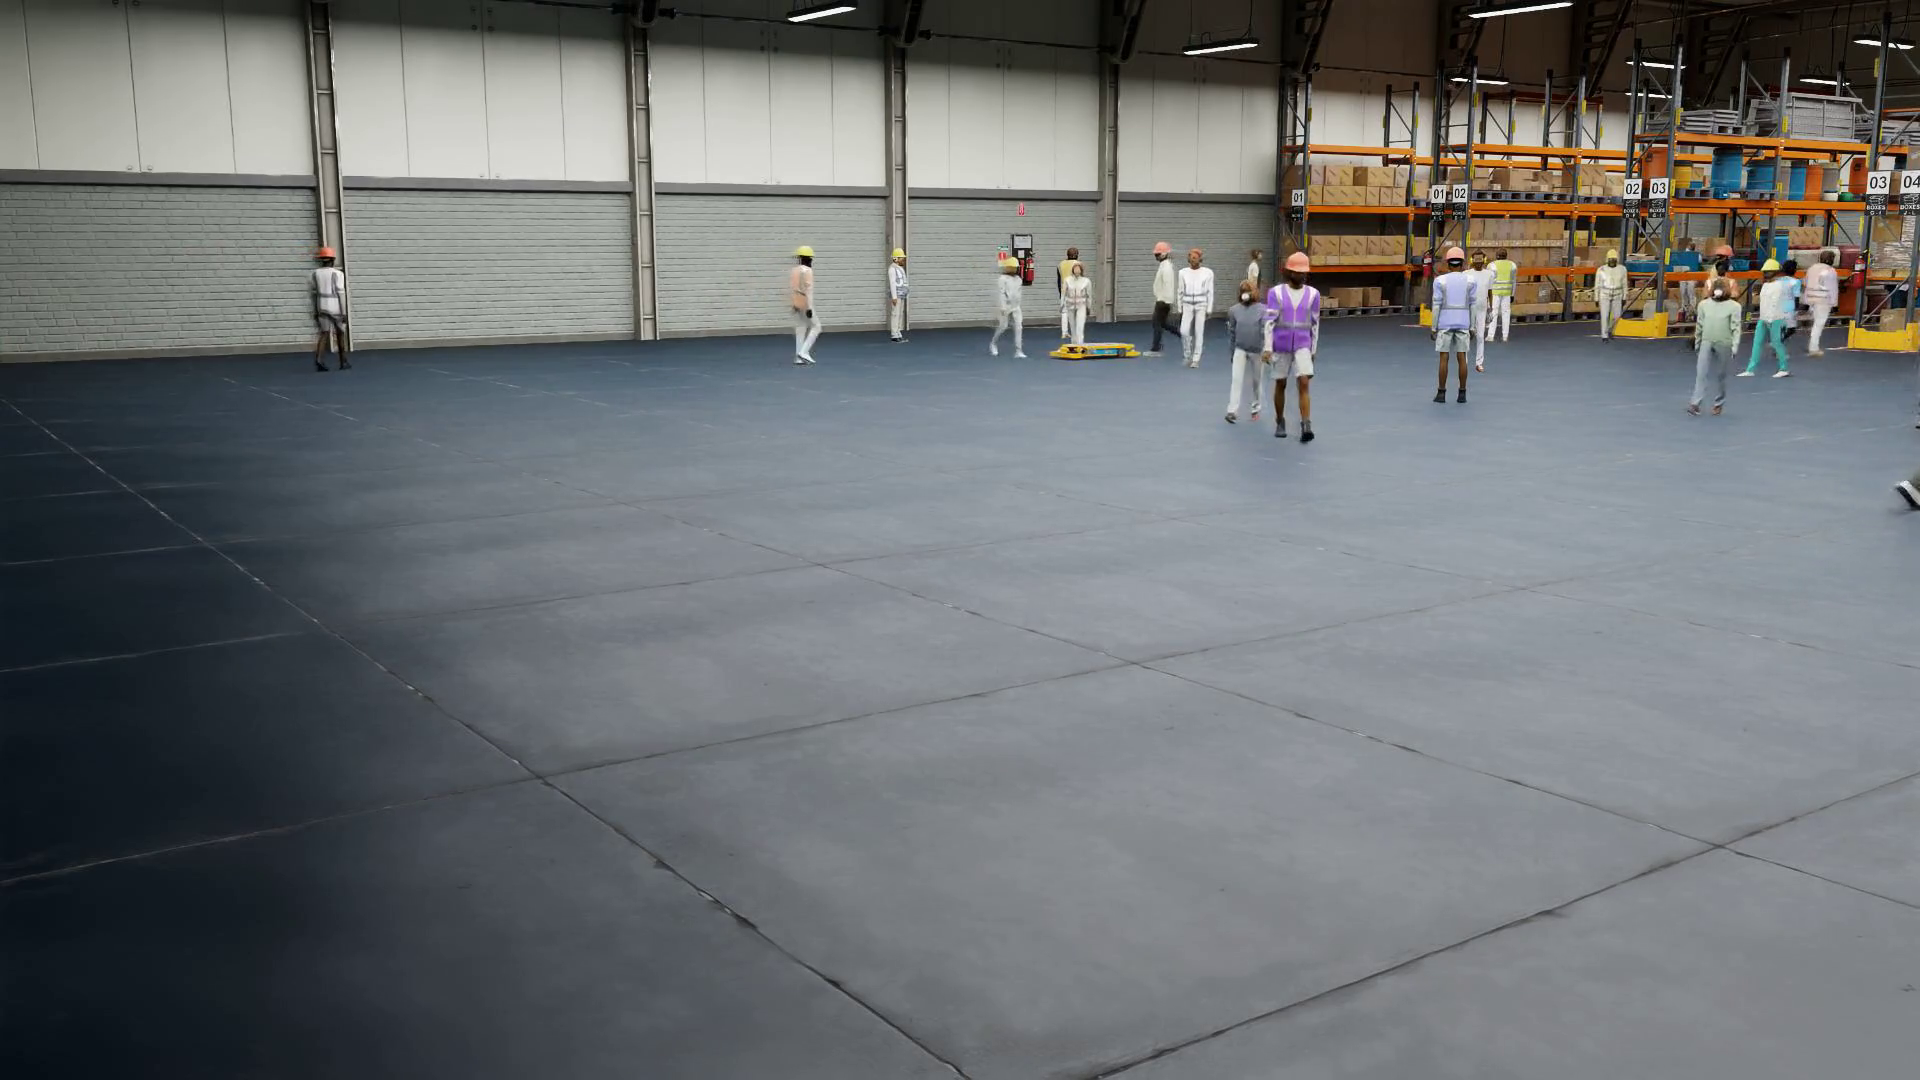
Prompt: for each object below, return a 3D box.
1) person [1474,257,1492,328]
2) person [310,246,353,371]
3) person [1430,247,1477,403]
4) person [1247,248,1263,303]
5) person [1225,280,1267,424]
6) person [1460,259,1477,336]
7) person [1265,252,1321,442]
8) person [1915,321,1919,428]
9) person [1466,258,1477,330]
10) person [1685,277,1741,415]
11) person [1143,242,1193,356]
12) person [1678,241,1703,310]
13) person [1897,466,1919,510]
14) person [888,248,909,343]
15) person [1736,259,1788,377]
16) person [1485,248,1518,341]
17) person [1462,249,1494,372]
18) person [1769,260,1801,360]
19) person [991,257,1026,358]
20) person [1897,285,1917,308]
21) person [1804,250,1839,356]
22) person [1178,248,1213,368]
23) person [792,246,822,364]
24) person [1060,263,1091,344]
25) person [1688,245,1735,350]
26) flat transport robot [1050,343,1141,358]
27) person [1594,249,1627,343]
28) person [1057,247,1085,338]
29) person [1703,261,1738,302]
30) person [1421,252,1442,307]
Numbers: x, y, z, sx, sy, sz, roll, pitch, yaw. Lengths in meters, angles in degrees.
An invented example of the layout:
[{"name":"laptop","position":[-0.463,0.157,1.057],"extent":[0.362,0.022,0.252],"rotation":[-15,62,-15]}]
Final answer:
[{"name":"person","position":[11.839,-5.574,37.508],"extent":[0.692,1.597,0.536],"rotation":[-2,10,-9]},{"name":"person","position":[-9.687,-3.546,25.552],"extent":[0.554,1.916,0.780],"rotation":[2,10,10]},{"name":"person","position":[6.122,-2.663,20.668],"extent":[0.543,1.928,0.373],"rotation":[1,10,6]},{"name":"person","position":[6.079,-5.187,34.789],"extent":[0.744,1.827,0.525],"rotation":[2,11,10]},{"name":"person","position":[3.174,-2.067,18.359],"extent":[0.505,1.576,0.885],"rotation":[4,11,22]},{"name":"person","position":[10.456,-5.029,34.547],"extent":[0.842,1.580,0.519],"rotation":[3,11,15]},{"name":"person","position":[3.358,-1.936,16.785],"extent":[0.570,1.891,0.957],"rotation":[1,10,3]},{"name":"person","position":[10.590,-2.120,17.752],"extent":[0.651,1.906,0.403],"rotation":[7,12,33]},{"name":"person","position":[10.804,-5.189,35.393],"extent":[0.816,1.587,0.551],"rotation":[-2,10,-9]},{"name":"person","position":[8.658,-2.212,19.086],"extent":[0.530,1.587,0.831],"rotation":[9,14,40]},{"name":"person","position":[3.593,-4.143,28.657],"extent":[0.772,1.975,0.611],"rotation":[2,11,12]},{"name":"person","position":[18.051,-6.414,41.197],"extent":[0.364,1.939,0.636],"rotation":[-4,11,-22]},{"name":"person","position":[7.542,-1.164,12.573],"extent":[0.914,1.894,0.590],"rotation":[-2,10,-9]},{"name":"person","position":[-1.199,-4.763,32.442],"extent":[0.404,1.832,0.598],"rotation":[3,11,13]},{"name":"person","position":[11.891,-3.248,24.443],"extent":[0.595,1.764,0.532],"rotation":[-1,10,-6]},{"name":"person","position":[10.671,-4.851,32.898],"extent":[0.626,1.844,0.429],"rotation":[0,10,-2]},{"name":"person","position":[7.868,-3.488,25.348],"extent":[0.538,1.869,0.313],"rotation":[2,10,8]},{"name":"person","position":[13.725,-3.827,27.733],"extent":[0.567,1.685,0.537],"rotation":[-5,11,-24]},{"name":"person","position":[0.838,-3.998,28.570],"extent":[0.485,1.714,0.770],"rotation":[-6,12,-28]},{"name":"person","position":[19.236,-5.045,33.745],"extent":[0.391,1.921,0.591],"rotation":[0,10,2]},{"name":"person","position":[14.979,-4.105,28.856],"extent":[0.550,1.822,0.654],"rotation":[-2,11,-12]},{"name":"person","position":[3.695,-3.637,26.151],"extent":[0.573,1.868,0.430],"rotation":[3,11,17]},{"name":"person","position":[-2.488,-3.785,26.849],"extent":[0.429,1.908,0.628],"rotation":[-6,12,-31]},{"name":"person","position":[2.058,-4.098,29.464],"extent":[0.524,1.593,0.875],"rotation":[3,11,15]},{"name":"person","position":[13.459,-4.291,29.634],"extent":[0.815,1.916,0.545],"rotation":[1,10,7]},{"name":"flat transport robot","position":[2.316,-3.241,28.377],"extent":[1.431,0.197,0.652],"rotation":[-6,12,-29]},{"name":"person","position":[12.608,-4.719,32.239],"extent":[0.616,1.816,0.418],"rotation":[2,10,10]},{"name":"person","position":[2.279,-5.002,33.726],"extent":[0.633,1.842,0.429],"rotation":[8,13,39]},{"name":"person","position":[12.888,-3.904,28.209],"extent":[0.539,1.660,0.851],"rotation":[6,12,29]},{"name":"person","position":[11.296,-6.075,39.862],"extent":[0.546,1.747,0.545],"rotation":[-9,14,-41]}]
